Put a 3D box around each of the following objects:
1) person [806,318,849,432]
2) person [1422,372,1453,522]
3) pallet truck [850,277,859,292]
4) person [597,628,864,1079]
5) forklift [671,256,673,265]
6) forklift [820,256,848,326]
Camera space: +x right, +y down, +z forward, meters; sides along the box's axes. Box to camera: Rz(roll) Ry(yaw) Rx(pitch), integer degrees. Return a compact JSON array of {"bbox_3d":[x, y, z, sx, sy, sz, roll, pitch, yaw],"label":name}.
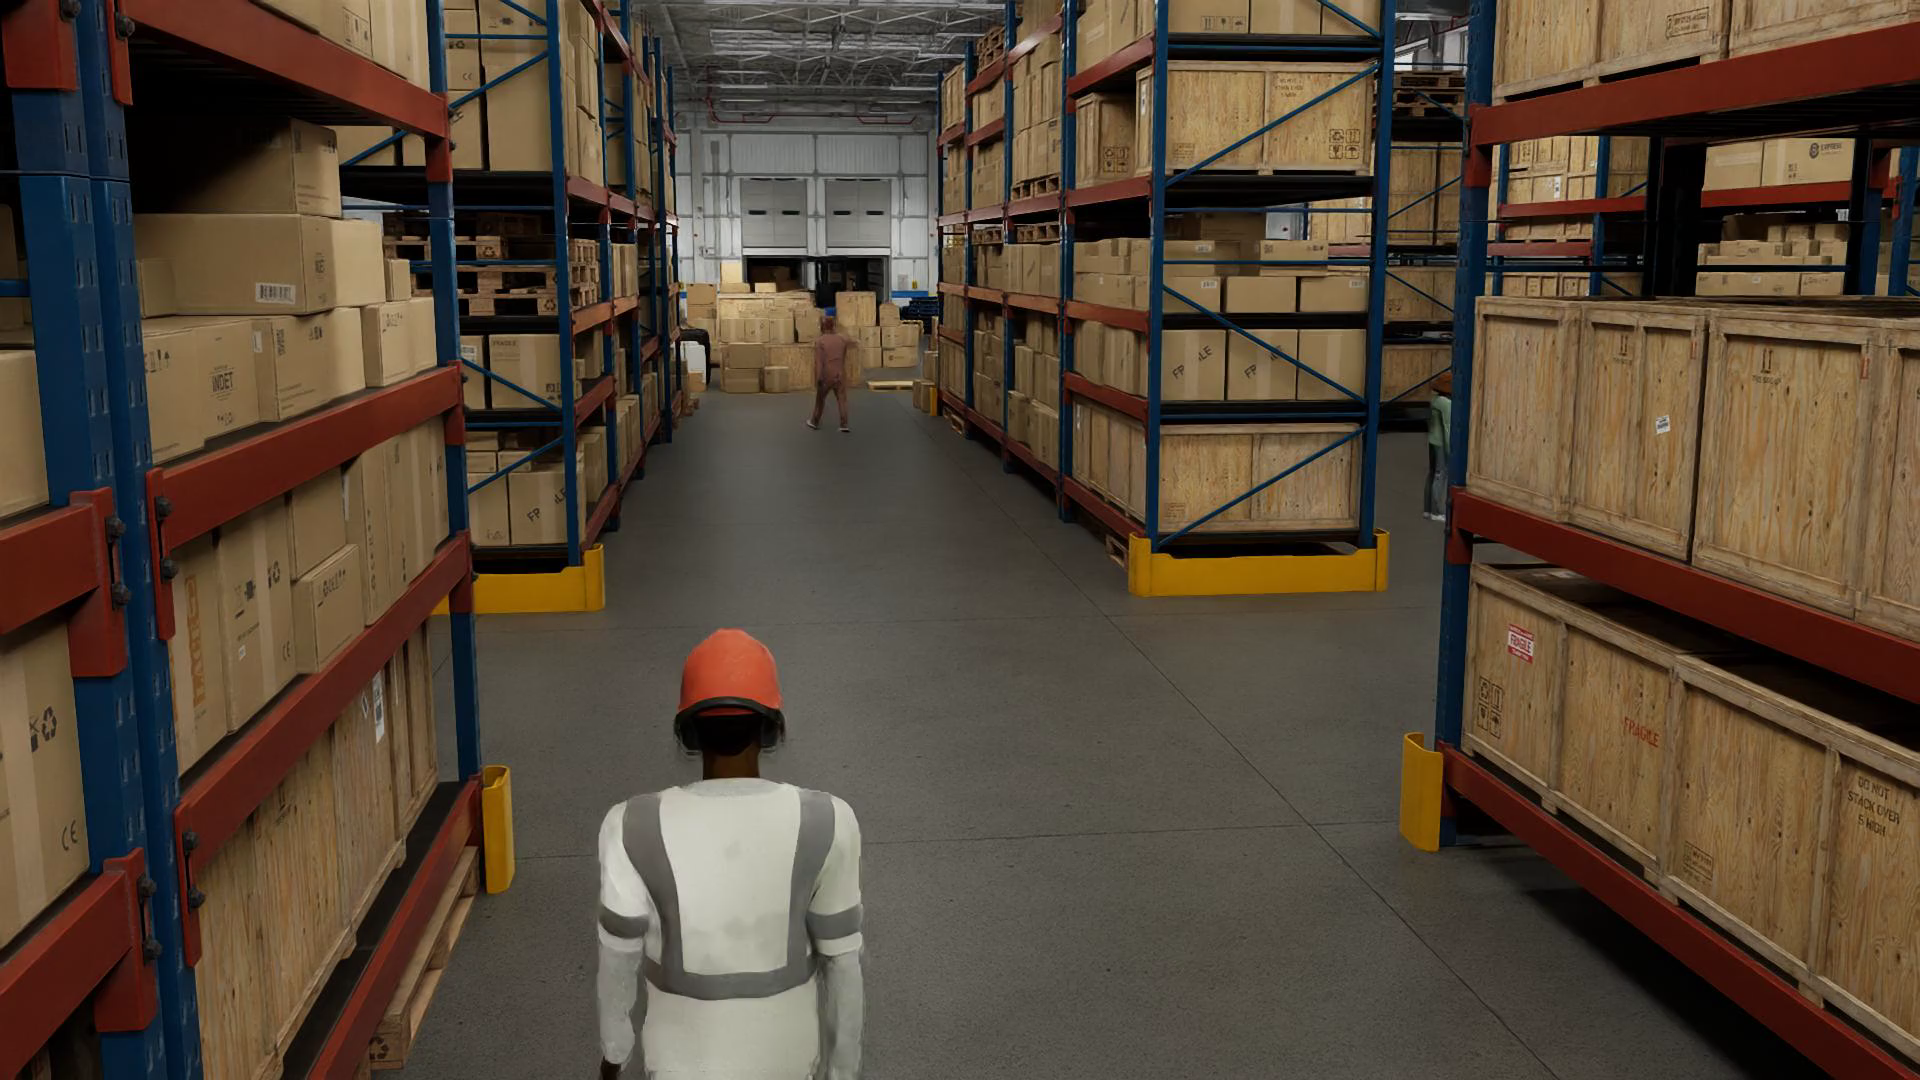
[{"bbox_3d":[-2.159,-2.707,27.312,0.656,1.859,0.991,-7,12,-34],"label":"person"},{"bbox_3d":[5.240,-1.009,18.105,0.318,1.624,0.523,-1,10,-3],"label":"person"},{"bbox_3d":[-3.782,-9.391,65.808,1.885,1.965,0.823,2,10,10],"label":"pallet truck"},{"bbox_3d":[-0.566,1.204,4.043,0.626,2.020,0.648,-2,10,-12],"label":"person"},{"bbox_3d":[-10.987,-9.066,61.344,1.129,2.768,1.873,-1,10,-7],"label":"forklift"},{"bbox_3d":[-4.315,-8.372,57.305,1.129,2.768,1.873,-6,12,-33],"label":"forklift"}]
